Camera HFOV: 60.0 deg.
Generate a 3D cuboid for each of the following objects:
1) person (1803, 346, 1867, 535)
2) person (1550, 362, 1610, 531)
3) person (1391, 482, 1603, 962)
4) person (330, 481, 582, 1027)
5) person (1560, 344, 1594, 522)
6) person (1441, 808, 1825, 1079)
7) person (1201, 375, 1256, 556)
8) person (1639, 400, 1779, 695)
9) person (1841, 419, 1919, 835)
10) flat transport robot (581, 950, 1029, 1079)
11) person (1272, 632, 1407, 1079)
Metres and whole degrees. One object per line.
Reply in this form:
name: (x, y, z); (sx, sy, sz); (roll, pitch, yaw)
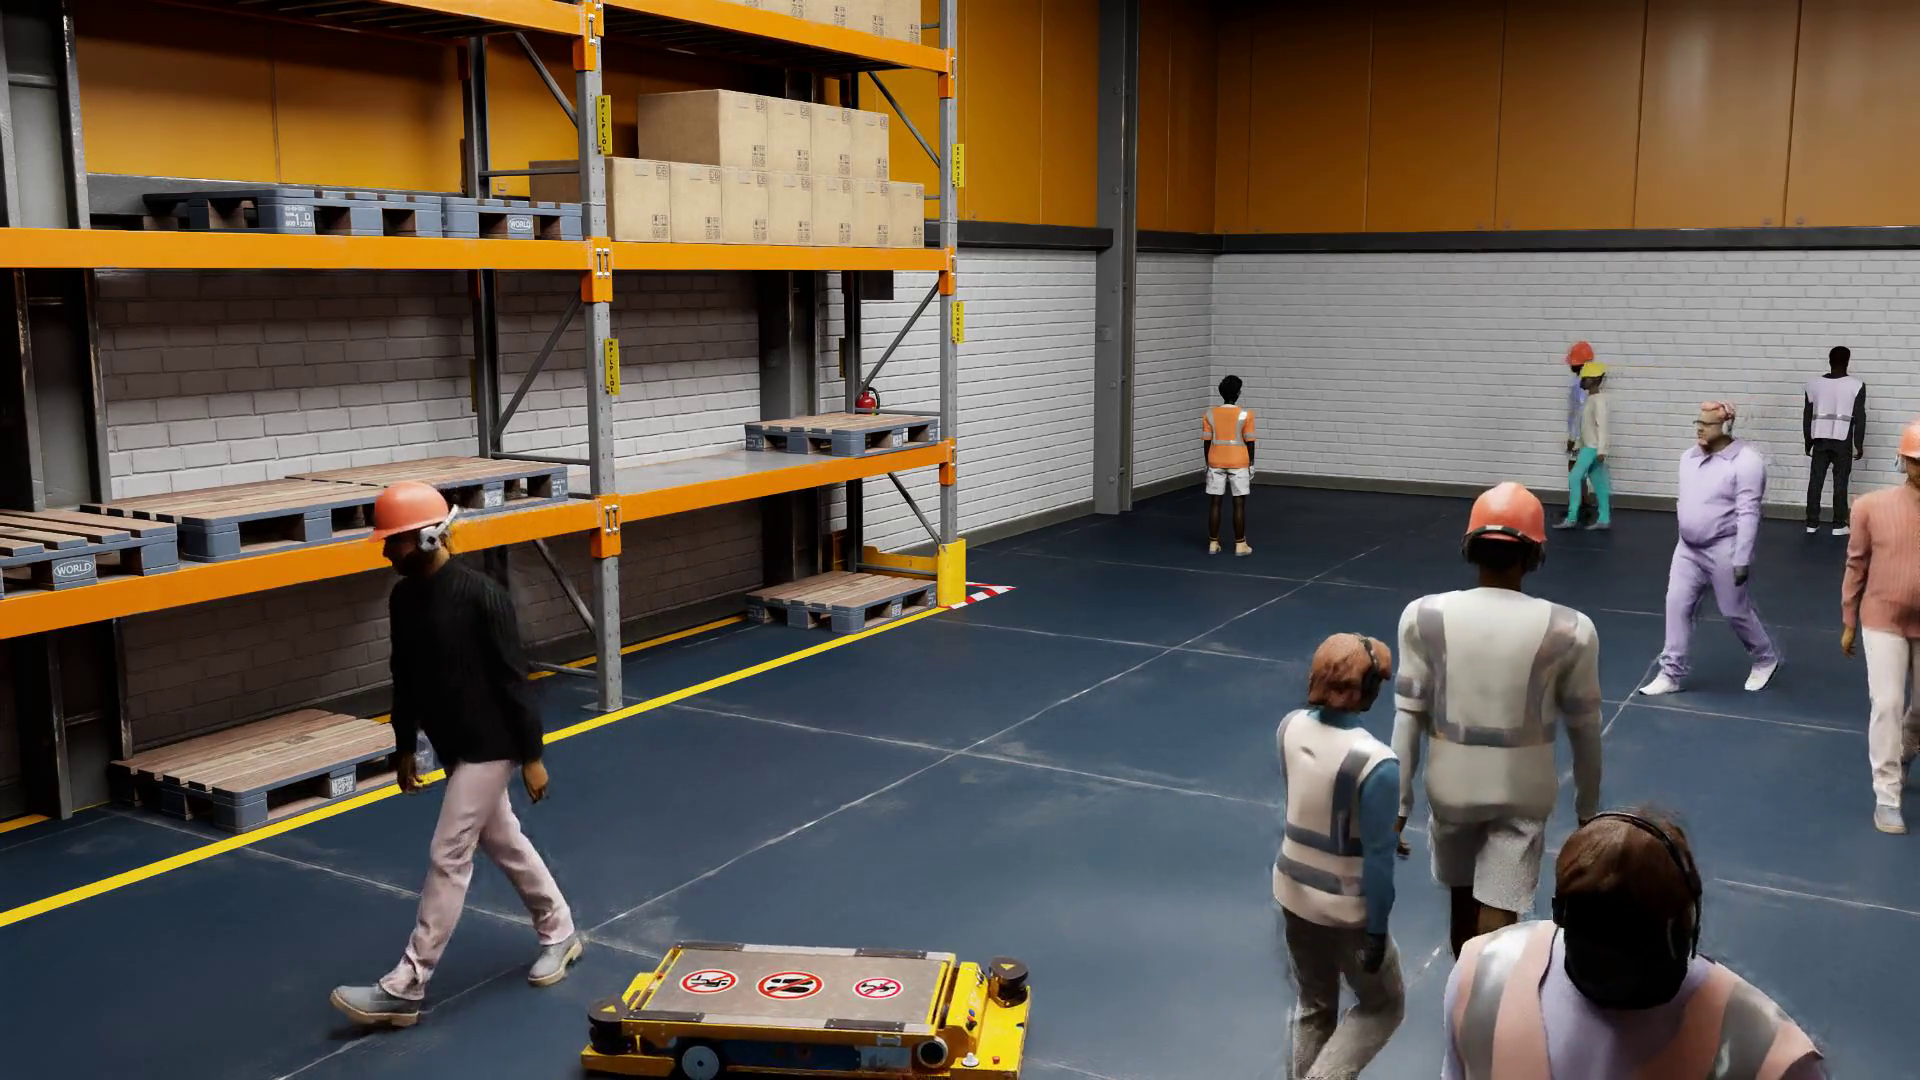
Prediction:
person: (8.867, -1.009, 16.901); (0.391, 1.919, 0.593); (-9, 13, -43)
person: (6.381, -0.954, 17.084); (0.728, 1.734, 0.542); (2, 9, 14)
person: (1.735, 0.803, 5.390); (0.634, 1.983, 1.073); (4, 10, 25)
person: (-1.781, 0.738, 5.960); (0.637, 1.922, 1.005); (8, 12, 40)
person: (6.665, -1.144, 17.821); (0.387, 1.899, 0.618); (5, 10, 28)
person: (1.086, 1.300, 2.775); (0.635, 1.820, 0.624); (9, 12, 43)
person: (2.531, -0.698, 15.642); (0.531, 1.698, 0.320); (5, 10, 28)
person: (4.782, 0.050, 10.448); (0.931, 1.877, 0.667); (-4, 10, -22)
person: (4.617, 0.379, 8.085); (0.622, 1.972, 0.823); (4, 10, 21)
flat transport robot: (-0.496, 1.610, 5.679); (1.431, 0.197, 0.652); (1, 9, 6)
person: (1.092, 1.066, 4.876); (0.394, 1.620, 0.516); (-5, 10, -28)
